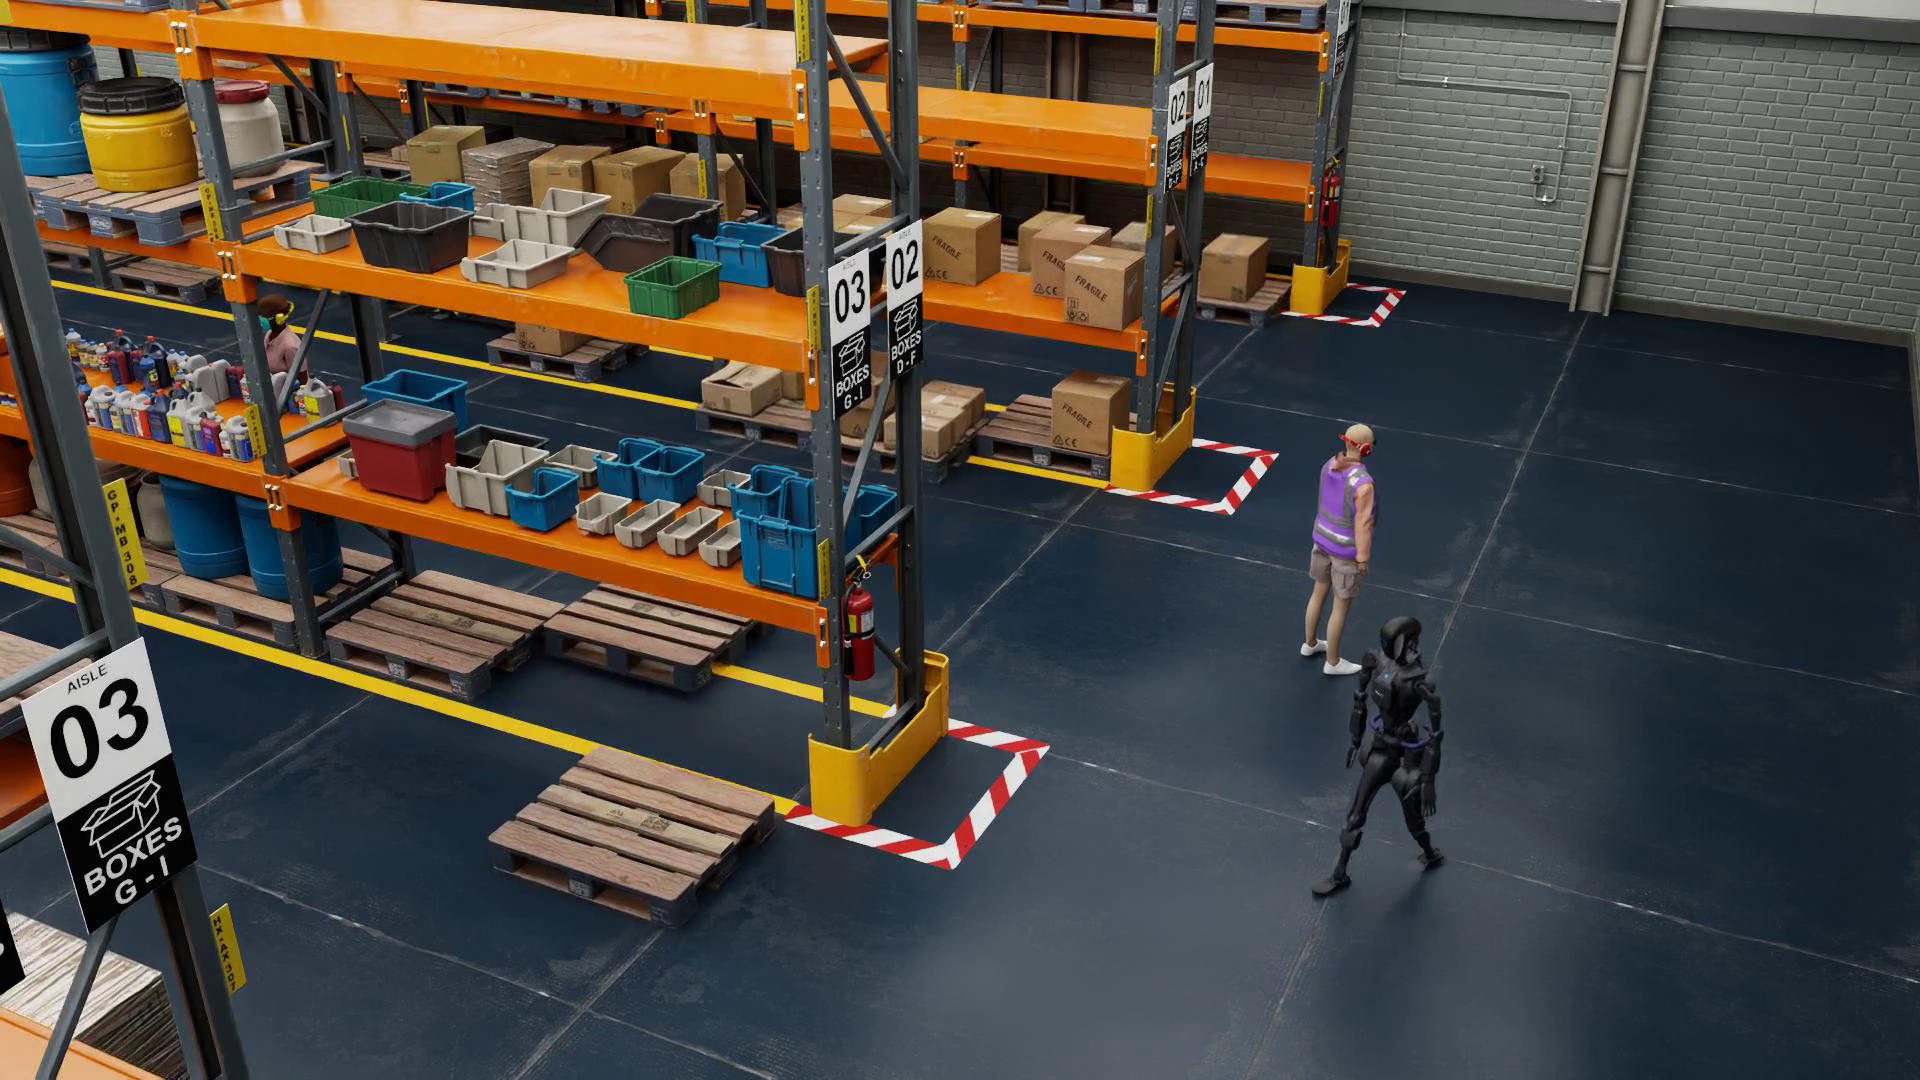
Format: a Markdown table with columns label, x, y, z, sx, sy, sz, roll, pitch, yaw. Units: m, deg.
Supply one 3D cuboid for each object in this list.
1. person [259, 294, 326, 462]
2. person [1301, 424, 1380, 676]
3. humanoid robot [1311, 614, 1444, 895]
| label | x | y | z | sx | sy | sz | roll | pitch | yaw |
| --- | --- | --- | --- | --- | --- | --- | --- | --- | --- |
| person | -5.061 | -0.995 | 12.590 | 0.518 | 1.803 | 0.331 | 22 | 34 | 37 |
| person | 2.426 | 0.056 | 10.592 | 0.349 | 1.688 | 0.491 | -11 | 28 | -21 |
| humanoid robot | 2.251 | 1.109 | 8.544 | 0.801 | 1.630 | 0.615 | -16 | 31 | -30 |
